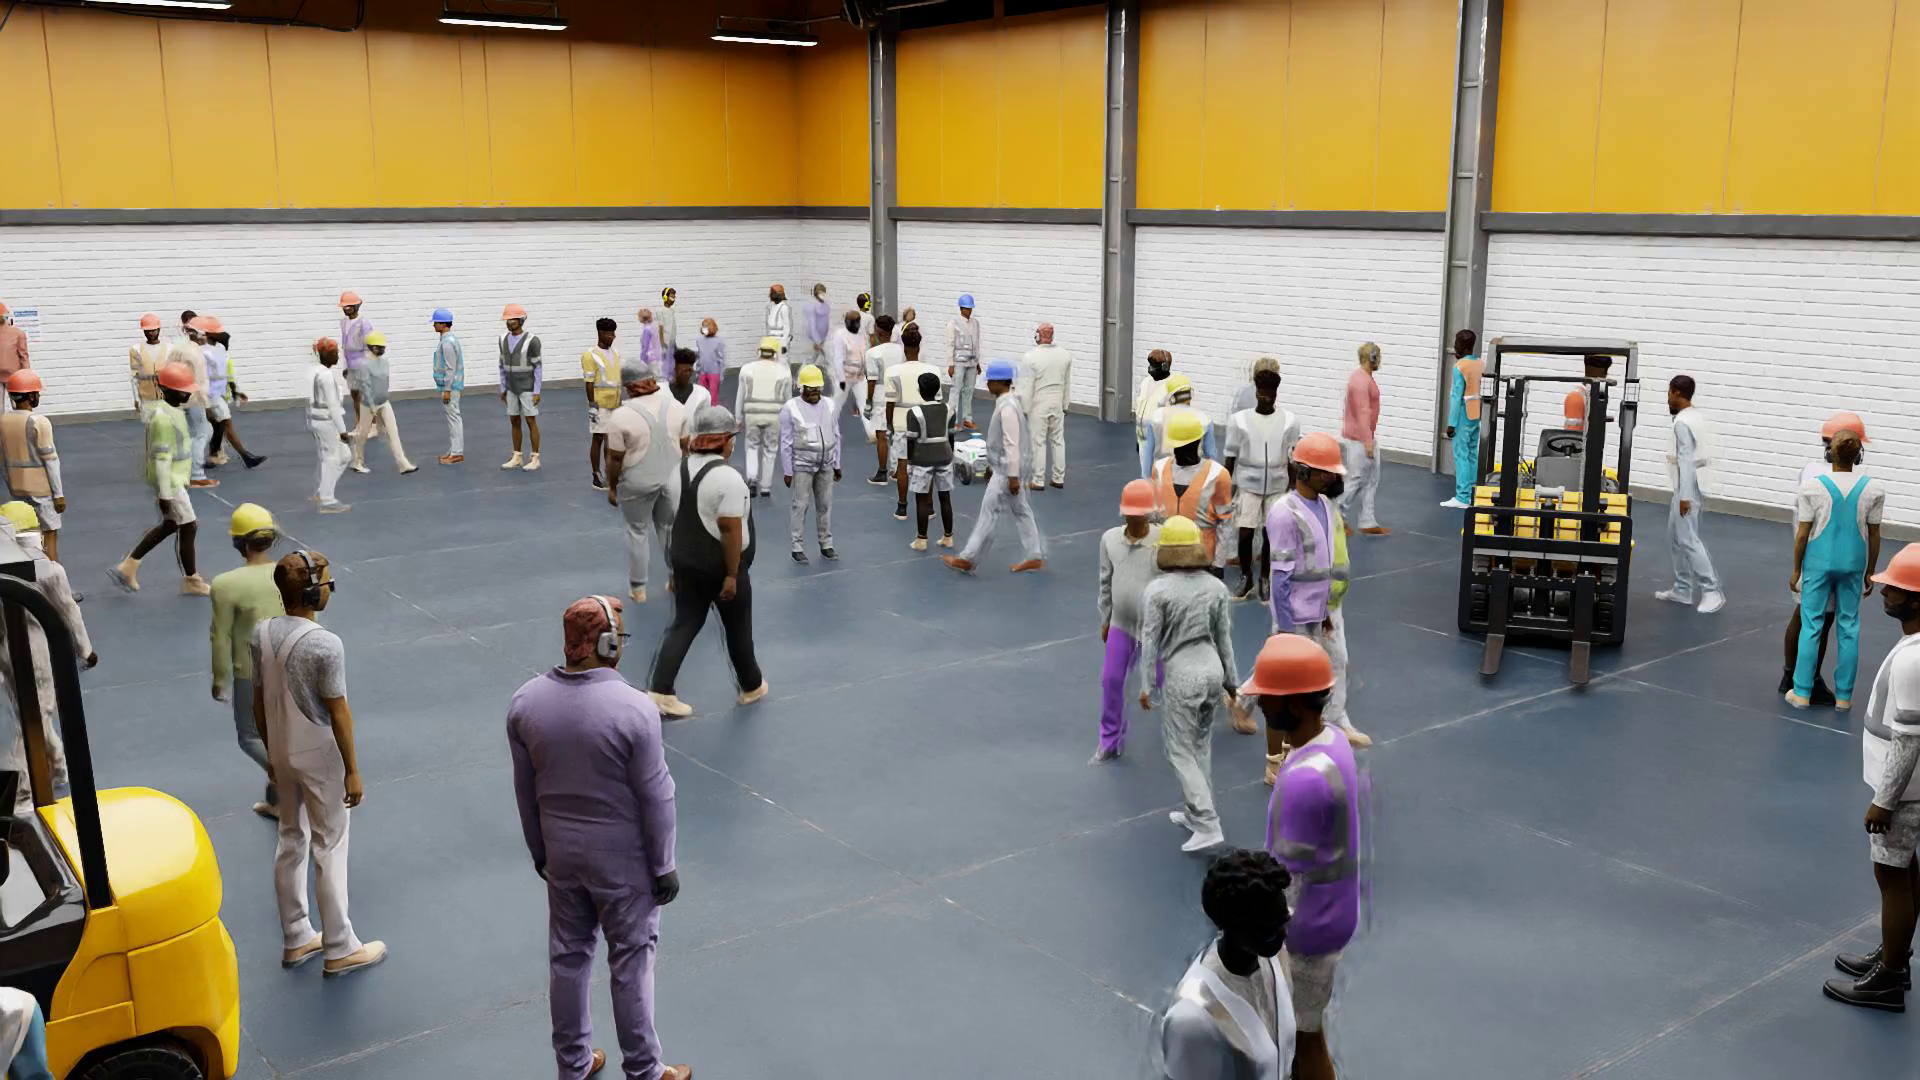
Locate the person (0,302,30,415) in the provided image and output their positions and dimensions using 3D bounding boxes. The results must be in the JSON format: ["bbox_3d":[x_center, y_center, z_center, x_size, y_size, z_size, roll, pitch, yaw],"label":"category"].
[{"bbox_3d":[-12.355,-2.096,21.495,0.611,1.985,0.393,-2,12,-11],"label":"person"}]

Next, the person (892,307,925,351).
[{"bbox_3d":[-0.802,-2.774,25.610,0.521,1.624,0.415,-3,12,-15],"label":"person"}]

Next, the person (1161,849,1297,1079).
[{"bbox_3d":[0.694,1.594,4.374,0.352,1.684,0.572,8,14,35],"label":"person"}]

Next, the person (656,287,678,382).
[{"bbox_3d":[-4.672,-3.119,26.732,0.329,1.865,0.507,3,12,13],"label":"person"}]

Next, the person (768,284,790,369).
[{"bbox_3d":[-2.976,-3.240,27.272,0.364,1.878,0.604,-6,13,-26],"label":"person"}]

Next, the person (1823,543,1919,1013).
[{"bbox_3d":[3.836,0.966,6.810,0.354,1.942,0.545,9,15,37],"label":"person"}]

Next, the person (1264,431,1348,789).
[{"bbox_3d":[1.935,0.403,9.300,0.387,2.038,0.605,8,14,33],"label":"person"}]

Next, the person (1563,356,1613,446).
[{"bbox_3d":[5.634,-0.742,15.019,0.383,1.958,0.603,9,15,38],"label":"person"}]

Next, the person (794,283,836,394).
[{"bbox_3d":[-2.410,-3.384,27.989,1.032,1.885,0.637,7,13,29],"label":"person"}]

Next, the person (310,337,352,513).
[{"bbox_3d":[-6.577,-1.191,17.403,0.418,1.867,0.575,-6,13,-25],"label":"person"}]

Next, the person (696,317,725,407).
[{"bbox_3d":[-3.529,-2.349,23.588,0.509,1.618,0.409,6,13,28],"label":"person"}]

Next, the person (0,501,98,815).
[{"bbox_3d":[-5.027,0.630,9.045,0.502,1.694,0.916,1,12,5],"label":"person"}]

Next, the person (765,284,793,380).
[{"bbox_3d":[-3.248,-3.725,29.946,0.493,1.743,0.295,0,12,-1],"label":"person"}]

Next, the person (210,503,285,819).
[{"bbox_3d":[-3.576,0.679,8.670,0.676,1.741,0.520,7,14,32],"label":"person"}]

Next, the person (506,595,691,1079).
[{"bbox_3d":[-1.300,1.136,6.094,0.637,1.902,0.406,5,13,21],"label":"person"}]

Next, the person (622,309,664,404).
[{"bbox_3d":[-4.879,-2.766,25.668,0.865,1.583,0.535,-2,12,-8],"label":"person"}]

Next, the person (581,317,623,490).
[{"bbox_3d":[-4.037,-1.559,18.962,0.371,1.959,0.602,5,13,24],"label":"person"}]

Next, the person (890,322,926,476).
[{"bbox_3d":[-0.605,-1.636,19.590,0.523,1.860,0.318,-7,14,-31],"label":"person"}]

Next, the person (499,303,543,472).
[{"bbox_3d":[-5.334,-1.844,20.135,0.609,2.044,0.397,6,13,25],"label":"person"}]

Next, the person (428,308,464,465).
[{"bbox_3d":[-6.359,-1.909,20.679,0.391,1.948,0.605,-4,12,-17],"label":"person"}]

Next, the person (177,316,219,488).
[{"bbox_3d":[-8.687,-1.560,18.971,0.494,1.958,0.644,-9,15,-37],"label":"person"}]

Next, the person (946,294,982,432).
[{"bbox_3d":[0.068,-2.510,23.581,0.616,1.945,0.404,-10,15,-41],"label":"person"}]

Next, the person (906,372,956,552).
[{"bbox_3d":[-0.273,-0.728,15.610,0.536,1.693,0.320,-6,13,-28],"label":"person"}]

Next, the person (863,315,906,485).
[{"bbox_3d":[-0.847,-1.617,19.222,0.602,1.967,0.367,-9,14,-36],"label":"person"}]

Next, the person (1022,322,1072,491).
[{"bbox_3d":[0.950,-1.515,18.879,0.644,1.907,0.399,-7,14,-31],"label":"person"}]

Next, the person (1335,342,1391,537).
[{"bbox_3d":[3.913,-0.966,16.208,0.616,1.912,0.737,5,13,21],"label":"person"}]

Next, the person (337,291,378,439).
[{"bbox_3d":[-8.296,-2.395,22.836,0.602,2.036,0.402,9,15,38],"label":"person"}]

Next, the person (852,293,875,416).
[{"bbox_3d":[-1.465,-2.796,25.150,0.514,1.872,0.332,9,15,36],"label":"person"}]

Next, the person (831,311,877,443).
[{"bbox_3d":[-1.472,-2.206,22.519,0.975,1.787,0.647,11,16,42],"label":"person"}]

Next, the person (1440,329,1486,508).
[{"bbox_3d":[5.434,-1.298,17.845,0.390,1.908,0.585,10,15,39],"label":"person"}]

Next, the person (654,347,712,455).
[{"bbox_3d":[-2.657,-0.878,15.759,0.622,1.931,0.924,-2,12,-11],"label":"person"}]
